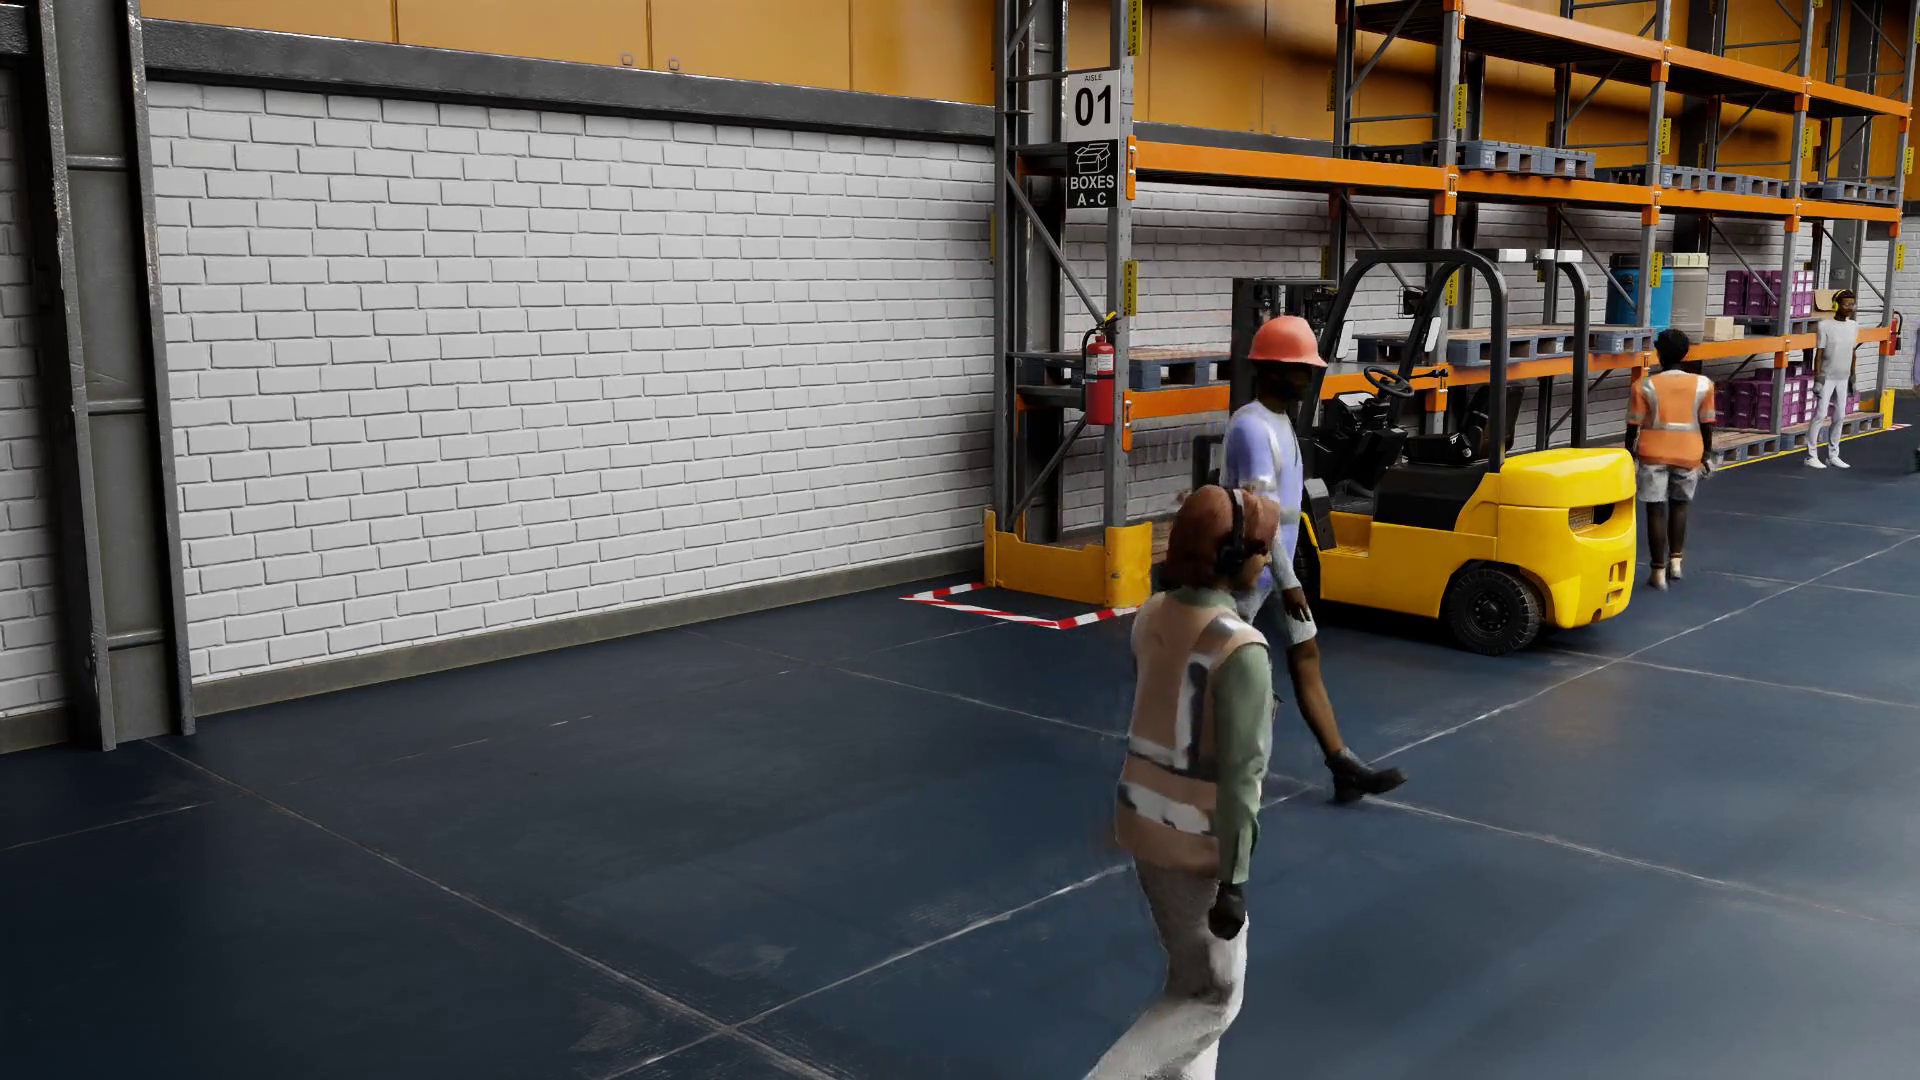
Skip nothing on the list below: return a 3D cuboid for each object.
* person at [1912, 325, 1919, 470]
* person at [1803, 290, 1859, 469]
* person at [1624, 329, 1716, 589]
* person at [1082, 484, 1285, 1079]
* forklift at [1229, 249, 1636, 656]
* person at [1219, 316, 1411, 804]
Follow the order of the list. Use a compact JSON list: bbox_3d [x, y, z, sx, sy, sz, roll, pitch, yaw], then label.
[{"bbox_3d":[10.069,-1.647,17.049,0.928,1.905,0.619,-5,11,-30],"label":"person"},{"bbox_3d":[9.090,-1.664,17.288,0.505,1.860,0.320,-2,10,-13],"label":"person"},{"bbox_3d":[4.603,-0.534,10.860,0.559,1.677,0.531,1,9,9],"label":"person"},{"bbox_3d":[0.438,0.677,3.656,0.596,1.616,0.546,-3,10,-20],"label":"person"},{"bbox_3d":[2.710,-0.584,9.626,2.313,2.155,1.214,9,13,43],"label":"forklift"},{"bbox_3d":[1.229,0.104,6.330,0.984,1.884,0.556,5,11,28],"label":"person"}]
